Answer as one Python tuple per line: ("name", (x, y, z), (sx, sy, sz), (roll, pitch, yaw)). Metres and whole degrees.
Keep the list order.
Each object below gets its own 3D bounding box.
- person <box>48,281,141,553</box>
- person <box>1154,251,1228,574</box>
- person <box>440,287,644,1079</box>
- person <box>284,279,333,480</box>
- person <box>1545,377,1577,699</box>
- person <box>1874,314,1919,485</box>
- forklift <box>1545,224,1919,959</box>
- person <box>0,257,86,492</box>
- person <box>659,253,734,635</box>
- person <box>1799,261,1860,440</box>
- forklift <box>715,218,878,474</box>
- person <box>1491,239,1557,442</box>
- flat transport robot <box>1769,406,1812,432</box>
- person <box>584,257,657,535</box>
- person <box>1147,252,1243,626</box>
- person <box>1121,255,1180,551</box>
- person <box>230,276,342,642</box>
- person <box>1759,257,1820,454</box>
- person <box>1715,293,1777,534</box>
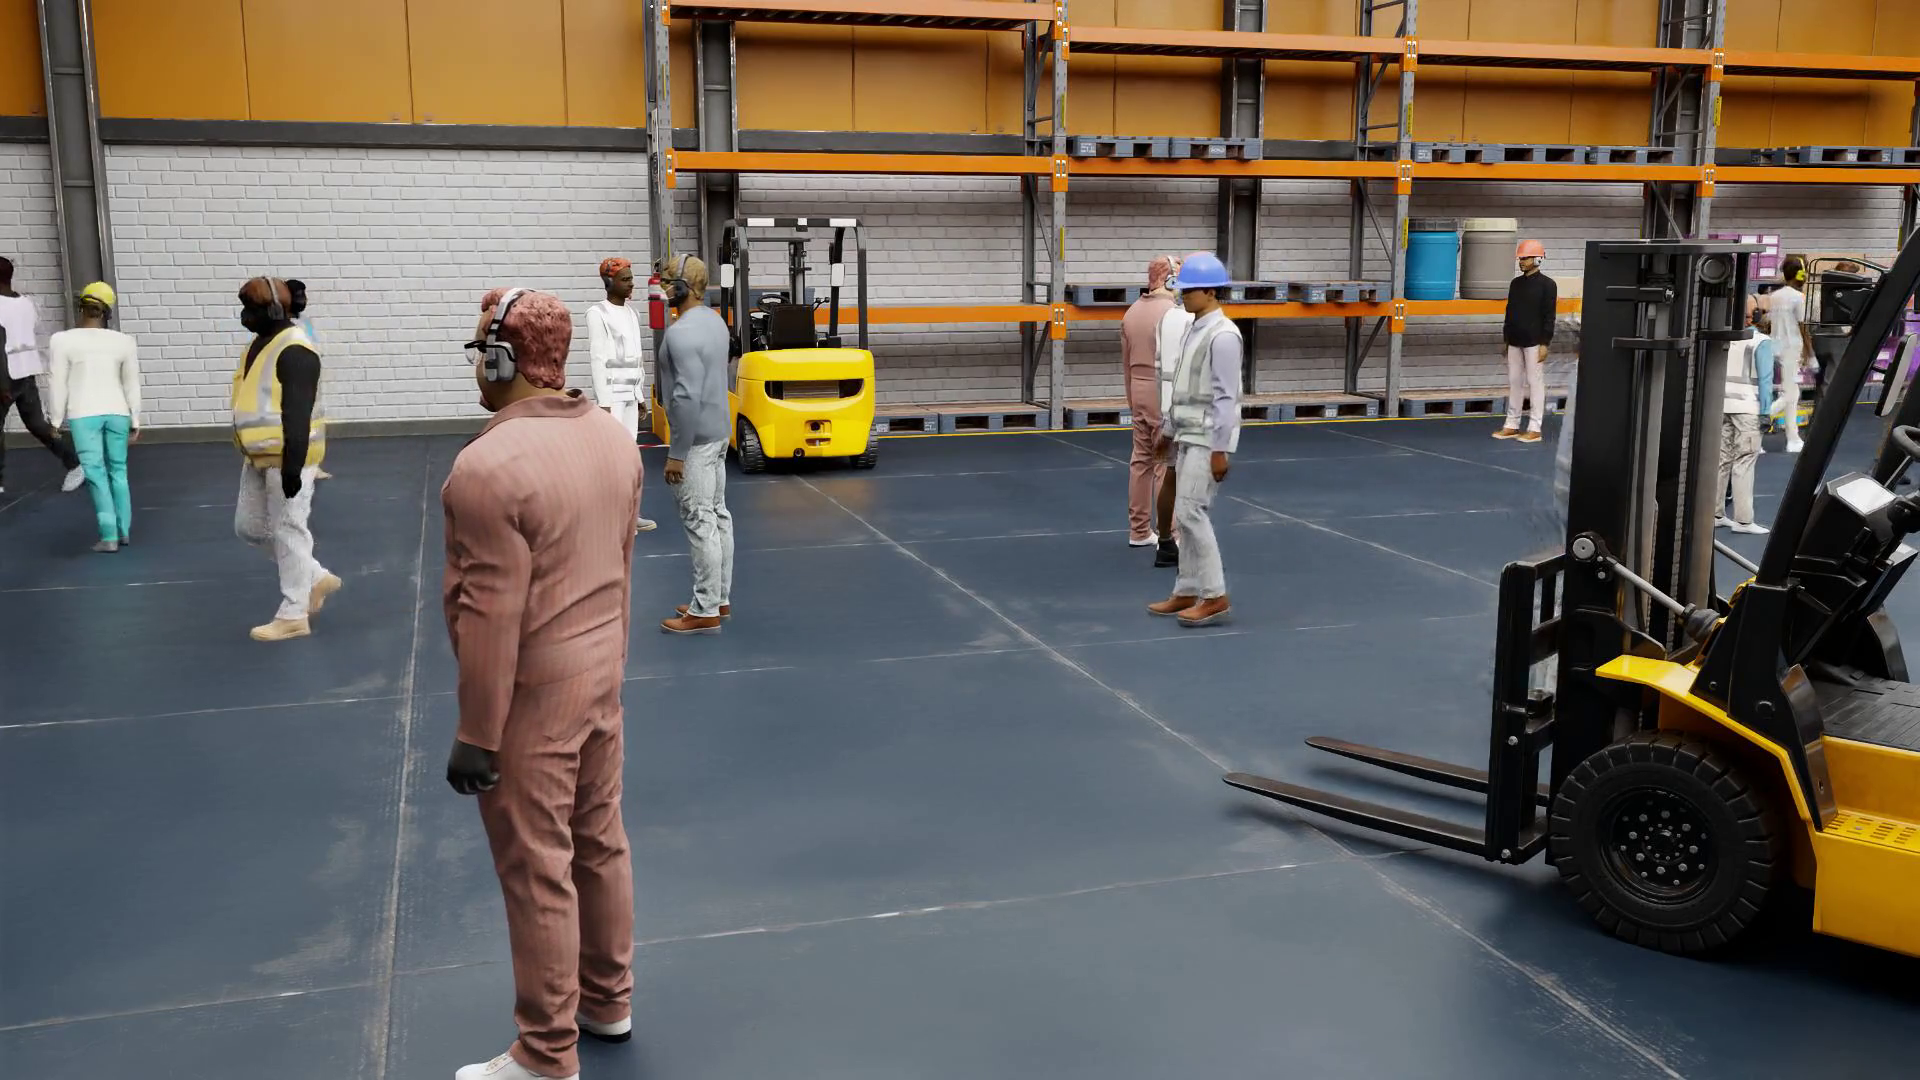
("person", (-5.560, -0.777, 10.726), (0.416, 1.735, 0.539), (9, 14, 42))
("person", (1.408, -0.764, 10.051), (0.376, 1.932, 0.551), (-5, 11, -25))
("person", (-1.008, 0.362, 3.956), (0.409, 1.907, 0.648), (3, 11, 18))
("person", (-5.600, -1.337, 13.910), (0.649, 1.678, 0.538), (2, 11, 10))
("person", (2.676, -0.090, 6.705), (0.601, 1.806, 0.620), (1, 10, 4))
("person", (7.830, -1.365, 13.418), (0.624, 1.907, 0.559), (1, 10, 5))
("forklift", (2.909, 0.117, 4.508), (2.313, 2.155, 1.214), (9, 14, 40))
("person", (-7.425, -1.297, 13.131), (0.941, 1.885, 0.604), (0, 10, 2))
("person", (-1.356, -0.484, 8.504), (0.370, 1.941, 0.627), (1, 10, 8))
("person", (8.406, -1.772, 15.960), (0.953, 1.788, 0.522), (-9, 13, -39))
("forklift", (-1.522, -1.778, 14.899), (1.214, 2.155, 2.313), (-3, 11, -17))
("person", (5.618, -1.971, 16.506), (0.376, 1.995, 0.608), (-5, 12, -27))
("flat transport robot", (8.446, -1.292, 17.510), (1.431, 0.197, 0.652), (-8, 13, -36))
("person", (-2.310, -0.966, 11.307), (0.356, 1.882, 0.574), (3, 11, 16))
("person", (1.248, -0.526, 8.730), (0.451, 1.942, 0.633), (-1, 10, -7))
("person", (1.309, -0.865, 10.688), (0.409, 1.908, 0.639), (-6, 12, -29))
("person", (-3.414, -0.405, 8.365), (0.438, 1.828, 0.640), (-9, 14, -42))
("person", (7.698, -1.716, 15.526), (0.778, 1.841, 0.530), (0, 10, -2))
("person", (5.360, -0.863, 11.398), (0.312, 1.642, 0.512), (-2, 11, -13))
